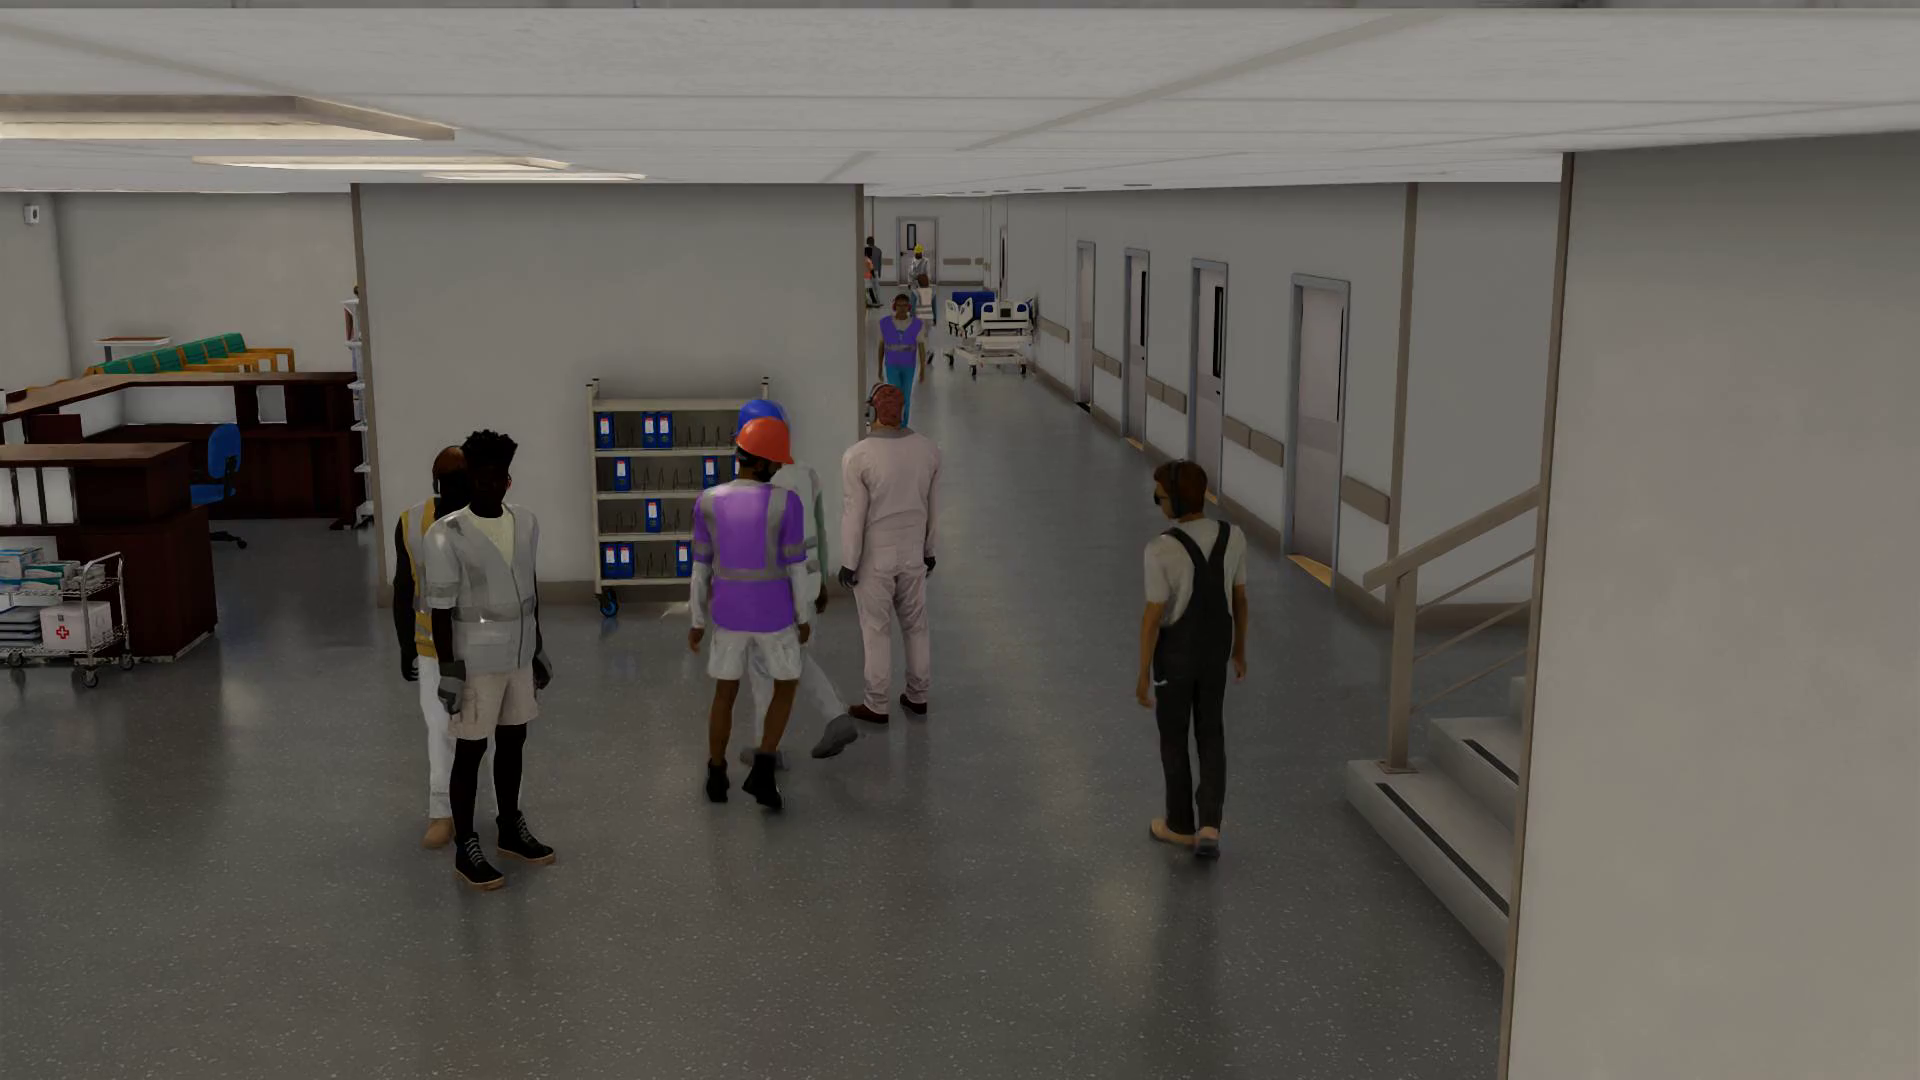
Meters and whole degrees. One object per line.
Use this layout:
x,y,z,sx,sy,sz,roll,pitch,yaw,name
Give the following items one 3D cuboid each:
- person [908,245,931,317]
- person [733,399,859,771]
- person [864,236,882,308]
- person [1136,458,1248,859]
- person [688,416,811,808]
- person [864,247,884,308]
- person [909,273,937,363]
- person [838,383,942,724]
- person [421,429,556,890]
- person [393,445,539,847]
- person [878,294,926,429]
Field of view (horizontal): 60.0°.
-1.009,-6.297,40.678,0.590,1.824,0.403,5,13,23,person
-0.882,0.245,8.463,0.621,1.918,0.648,8,14,34,person
-2.397,-7.262,45.103,0.635,1.936,0.354,-9,15,-37,person
1.036,0.530,7.316,0.574,1.829,0.505,-4,12,-19,person
-1.021,0.364,7.904,0.597,1.904,0.471,2,12,11,person
-2.451,-7.061,44.817,0.852,1.651,0.542,-5,12,-21,person
-0.628,-3.981,29.876,0.524,1.611,0.767,-6,13,-28,person
-0.412,0.071,9.345,0.651,1.906,0.403,-9,14,-36,person
-2.000,0.494,7.132,0.363,1.962,0.612,7,13,29,person
-2.223,0.481,7.509,0.633,1.839,0.429,-2,12,-9,person
-0.710,-2.104,20.275,0.576,1.785,0.991,-1,12,-5,person
